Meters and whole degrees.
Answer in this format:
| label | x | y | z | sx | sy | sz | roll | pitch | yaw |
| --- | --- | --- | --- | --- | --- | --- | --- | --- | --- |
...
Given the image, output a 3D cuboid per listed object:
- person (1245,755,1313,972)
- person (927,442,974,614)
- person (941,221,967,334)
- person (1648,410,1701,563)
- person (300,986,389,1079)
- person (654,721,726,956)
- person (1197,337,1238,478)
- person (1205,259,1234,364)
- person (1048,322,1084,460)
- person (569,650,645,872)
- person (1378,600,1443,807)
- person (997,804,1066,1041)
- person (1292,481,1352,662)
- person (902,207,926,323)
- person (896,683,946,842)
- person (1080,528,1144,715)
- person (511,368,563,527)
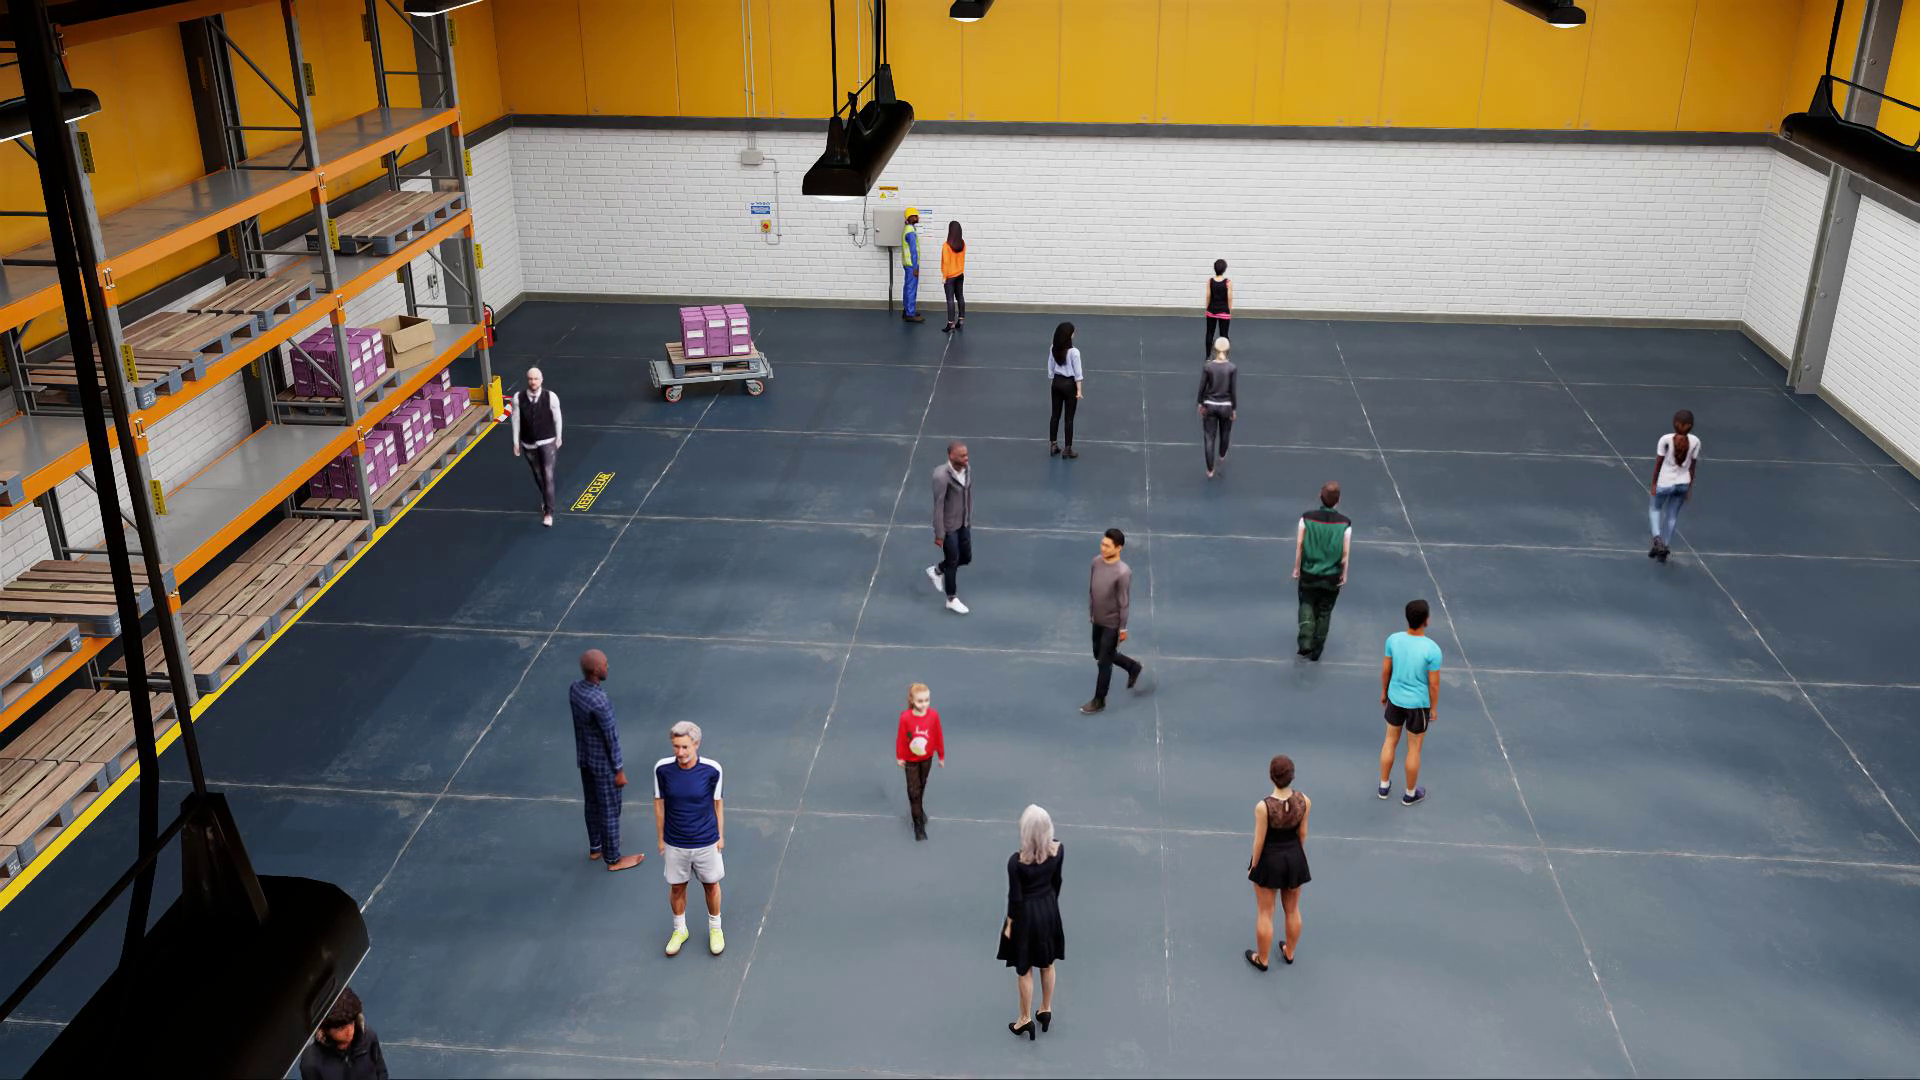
| label | x | y | z | sx | sy | sz | roll | pitch | yaw |
| --- | --- | --- | --- | --- | --- | --- | --- | --- | --- |
| person | 2.201 | 2.224 | 11.493 | 0.654 | 1.677 | 0.670 | -6 | 24 | -14 |
| person | -0.148 | -0.162 | 16.797 | 1.036 | 1.799 | 0.991 | 19 | 30 | 36 |
| person | -0.095 | -4.113 | 25.899 | 0.770 | 1.748 | 0.687 | 21 | 31 | 39 |
| person | 7.639 | -0.541 | 17.779 | 0.607 | 1.709 | 0.692 | 3 | 24 | 8 |
| person | -3.421 | 3.176 | 9.213 | 0.835 | 1.759 | 0.893 | -21 | 31 | -39 |
| person | -1.884 | 2.067 | 11.650 | 0.661 | 1.839 | 0.597 | -1 | 24 | -2 |
| person | 3.124 | -1.583 | 20.188 | 0.703 | 1.689 | 1.060 | 4 | 24 | 10 |
| person | 3.794 | -3.365 | 24.434 | 0.605 | 1.552 | 0.605 | 10 | 26 | 22 |
| person | 1.301 | -1.884 | 20.808 | 0.737 | 1.743 | 0.751 | 18 | 29 | 35 |
| person | -2.733 | 1.656 | 12.614 | 0.813 | 1.820 | 0.762 | -20 | 31 | -38 |
| person | 3.625 | 1.311 | 13.460 | 0.689 | 1.774 | 0.683 | 16 | 28 | 32 |
| person | 0.478 | 2.477 | 10.826 | 0.698 | 1.747 | 0.740 | -14 | 27 | -29 |
| person | 3.376 | 0.330 | 15.632 | 0.731 | 1.831 | 0.798 | 7 | 25 | 16 |
| person | -0.772 | -4.405 | 26.488 | 0.782 | 1.812 | 0.593 | -4 | 24 | -9 |
| person | -0.351 | 1.695 | 13.223 | 0.722 | 1.261 | 0.877 | -9 | 25 | -19 |
| person | 1.401 | 0.700 | 14.879 | 1.044 | 1.757 | 1.023 | 6 | 24 | 14 |
| person | -4.799 | -1.097 | 18.968 | 0.816 | 1.775 | 1.265 | -1 | 24 | -3 |
